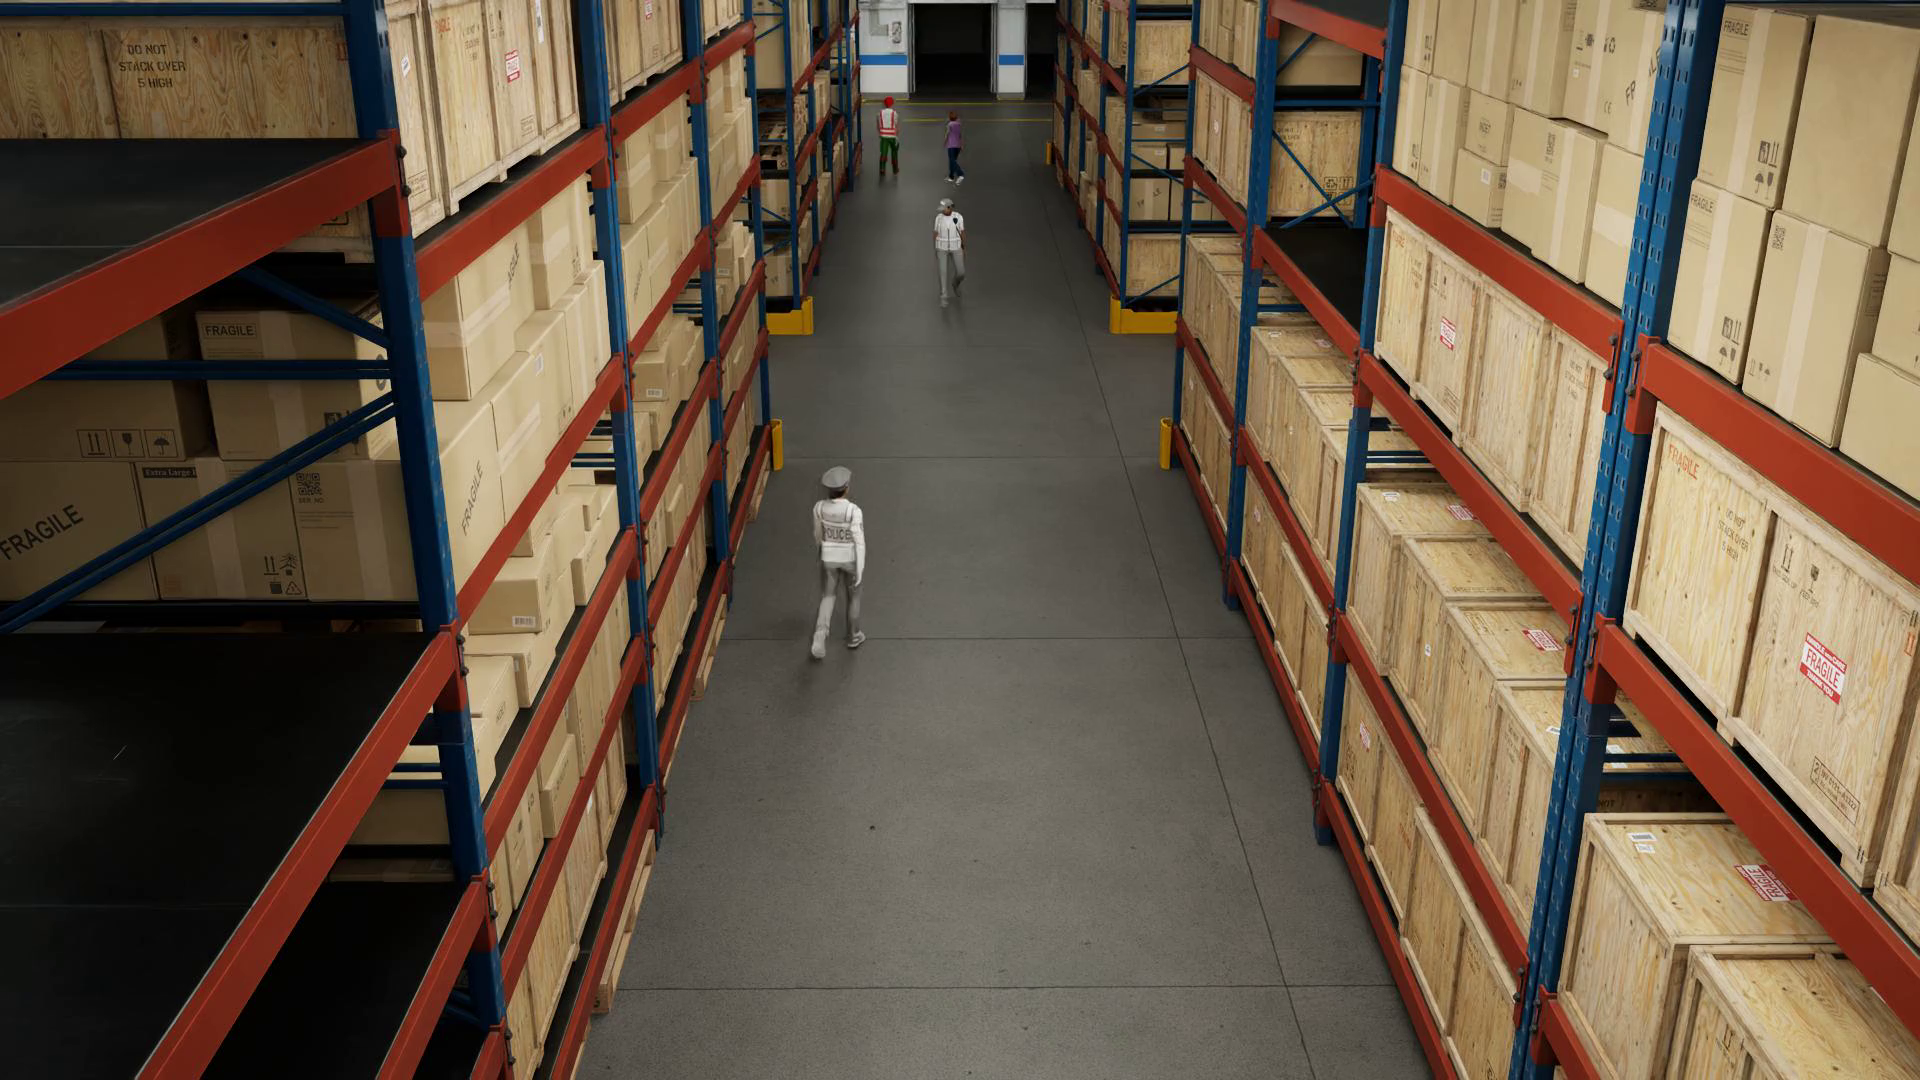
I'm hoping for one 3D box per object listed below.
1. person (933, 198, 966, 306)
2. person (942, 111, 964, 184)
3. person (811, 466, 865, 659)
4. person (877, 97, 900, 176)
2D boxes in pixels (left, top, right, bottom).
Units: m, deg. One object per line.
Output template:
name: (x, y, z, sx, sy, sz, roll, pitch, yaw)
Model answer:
person: (-0.163, -4.541, 26.149, 0.513, 1.666, 0.507, 0, 22, 1)
person: (-0.132, -8.684, 36.763, 0.418, 1.573, 0.888, -16, 26, -34)
person: (-1.022, 0.193, 14.133, 0.478, 1.688, 0.714, 4, 22, 11)
person: (-1.627, -9.155, 37.713, 0.546, 1.760, 1.016, 4, 22, 10)
